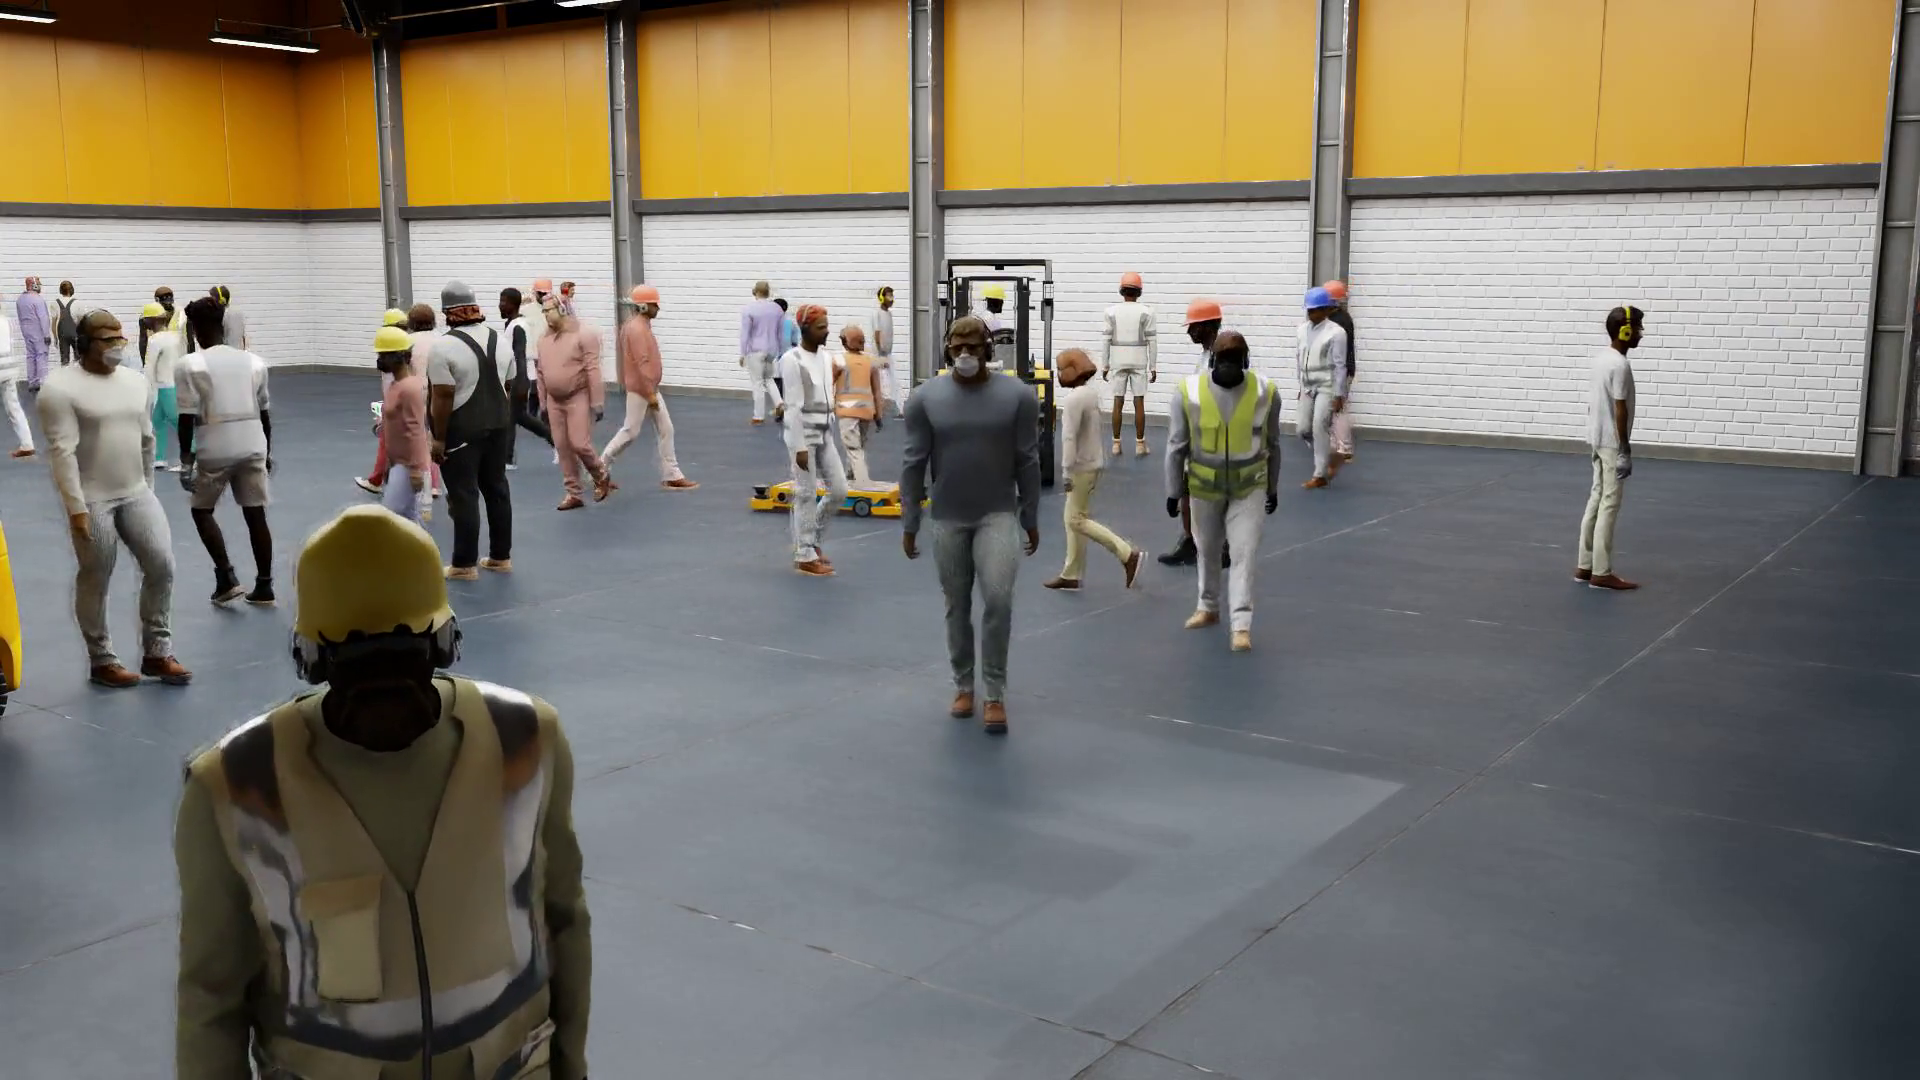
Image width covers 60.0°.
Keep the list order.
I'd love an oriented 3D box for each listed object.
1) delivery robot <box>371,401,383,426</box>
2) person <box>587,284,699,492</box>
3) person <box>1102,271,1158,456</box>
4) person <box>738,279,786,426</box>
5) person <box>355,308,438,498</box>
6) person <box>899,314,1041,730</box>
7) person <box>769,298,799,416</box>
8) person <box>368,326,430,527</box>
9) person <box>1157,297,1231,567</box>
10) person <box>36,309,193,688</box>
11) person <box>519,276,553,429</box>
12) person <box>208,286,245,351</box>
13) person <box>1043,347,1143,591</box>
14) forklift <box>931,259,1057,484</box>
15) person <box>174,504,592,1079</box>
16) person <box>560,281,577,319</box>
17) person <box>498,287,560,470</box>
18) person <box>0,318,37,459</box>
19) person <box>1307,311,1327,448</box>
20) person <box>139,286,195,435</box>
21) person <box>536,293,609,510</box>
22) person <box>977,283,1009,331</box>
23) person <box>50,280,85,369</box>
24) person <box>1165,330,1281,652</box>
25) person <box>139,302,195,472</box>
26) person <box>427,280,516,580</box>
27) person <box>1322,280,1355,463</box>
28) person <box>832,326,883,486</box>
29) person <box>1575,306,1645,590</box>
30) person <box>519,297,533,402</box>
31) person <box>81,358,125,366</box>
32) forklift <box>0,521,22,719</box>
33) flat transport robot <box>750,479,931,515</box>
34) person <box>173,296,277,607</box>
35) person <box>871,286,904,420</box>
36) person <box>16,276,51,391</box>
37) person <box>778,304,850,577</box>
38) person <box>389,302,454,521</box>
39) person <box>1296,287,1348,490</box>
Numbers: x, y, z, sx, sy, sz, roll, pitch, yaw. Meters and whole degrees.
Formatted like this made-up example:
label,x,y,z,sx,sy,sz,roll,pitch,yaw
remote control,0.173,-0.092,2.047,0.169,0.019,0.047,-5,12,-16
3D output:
label,x,y,z,sx,sy,sz,roll,pitch,yaw
delivery robot,-6.885,-1.603,20.549,0.707,0.478,0.477,-5,11,-30
person,-3.013,-1.415,15.559,0.996,1.958,0.610,1,10,3
person,1.884,-1.947,18.449,0.616,2.041,0.378,2,10,15
person,-2.554,-2.440,21.757,0.484,1.919,0.645,9,13,43
person,-5.147,-1.244,15.201,0.902,1.716,0.553,5,11,27
person,0.041,-0.074,7.682,0.656,1.910,0.751,1,10,4
person,-2.440,-2.498,22.876,0.529,1.661,0.843,-7,12,-38
person,-3.526,-0.452,10.409,0.408,1.754,0.560,-5,11,-29
person,1.679,-0.733,11.631,0.735,1.900,0.535,-2,10,-9
person,-4.203,-0.184,8.317,0.684,1.916,0.641,5,11,27
person,-5.170,-2.283,20.660,0.648,1.973,0.456,-6,11,-33
person,-9.208,-2.286,21.108,0.444,1.845,0.576,2,10,10
person,0.869,-0.441,10.766,0.643,1.603,0.546,4,10,21
forklift,0.370,-1.738,16.759,1.214,2.155,2.313,1,10,3
person,-0.822,0.850,2.483,0.613,1.811,0.559,-5,11,-26
person,-6.208,-3.156,26.238,0.389,1.846,0.567,-3,10,-17
person,-4.541,-1.670,17.255,0.821,1.896,0.593,-3,10,-19
person,-10.567,-1.781,18.091,0.954,1.827,0.590,2,10,11
person,4.175,-1.914,19.307,0.320,1.694,0.531,2,10,11
person,-9.862,-2.228,20.721,0.634,1.842,0.429,-5,11,-26
person,-3.384,-1.205,14.500,0.677,1.884,0.491,4,10,24
person,0.346,-2.064,19.554,0.707,1.907,0.619,-3,10,-15
person,-14.349,-3.255,26.829,0.517,1.843,0.325,-2,10,-14
person,1.498,-0.306,9.503,0.645,1.788,0.815,2,10,10
person,-8.199,-1.550,16.978,0.751,1.738,0.542,-1,10,-8
person,-3.380,-0.753,11.348,0.536,2.000,0.678,6,11,31
person,3.992,-1.781,17.733,0.527,1.960,0.647,-2,10,-12
person,-0.967,-1.072,14.579,0.523,1.593,0.853,-8,12,-39
person,4.317,-0.606,11.006,0.310,1.861,0.533,0,10,1
person,-6.521,-2.878,25.282,0.598,1.613,0.511,6,11,33
person,-7.723,-1.137,14.937,0.777,1.597,0.521,3,10,17
forklift,-5.296,-0.090,6.943,1.214,2.155,2.313,7,12,35
flat transport robot,-1.029,-0.383,14.405,1.431,0.197,0.652,3,10,18
person,-4.538,-0.532,10.325,0.506,1.936,0.682,8,12,40
person,-1.071,-2.526,22.617,0.990,1.815,0.524,6,11,30
person,-15.262,-3.403,27.526,0.651,1.907,0.409,5,11,29
person,-1.001,-0.667,11.349,0.404,1.869,0.588,5,11,29
person,-4.359,-1.040,13.704,0.640,1.821,0.586,-4,10,-23
person,3.429,-1.427,15.711,0.632,1.920,0.647,-6,11,-32
